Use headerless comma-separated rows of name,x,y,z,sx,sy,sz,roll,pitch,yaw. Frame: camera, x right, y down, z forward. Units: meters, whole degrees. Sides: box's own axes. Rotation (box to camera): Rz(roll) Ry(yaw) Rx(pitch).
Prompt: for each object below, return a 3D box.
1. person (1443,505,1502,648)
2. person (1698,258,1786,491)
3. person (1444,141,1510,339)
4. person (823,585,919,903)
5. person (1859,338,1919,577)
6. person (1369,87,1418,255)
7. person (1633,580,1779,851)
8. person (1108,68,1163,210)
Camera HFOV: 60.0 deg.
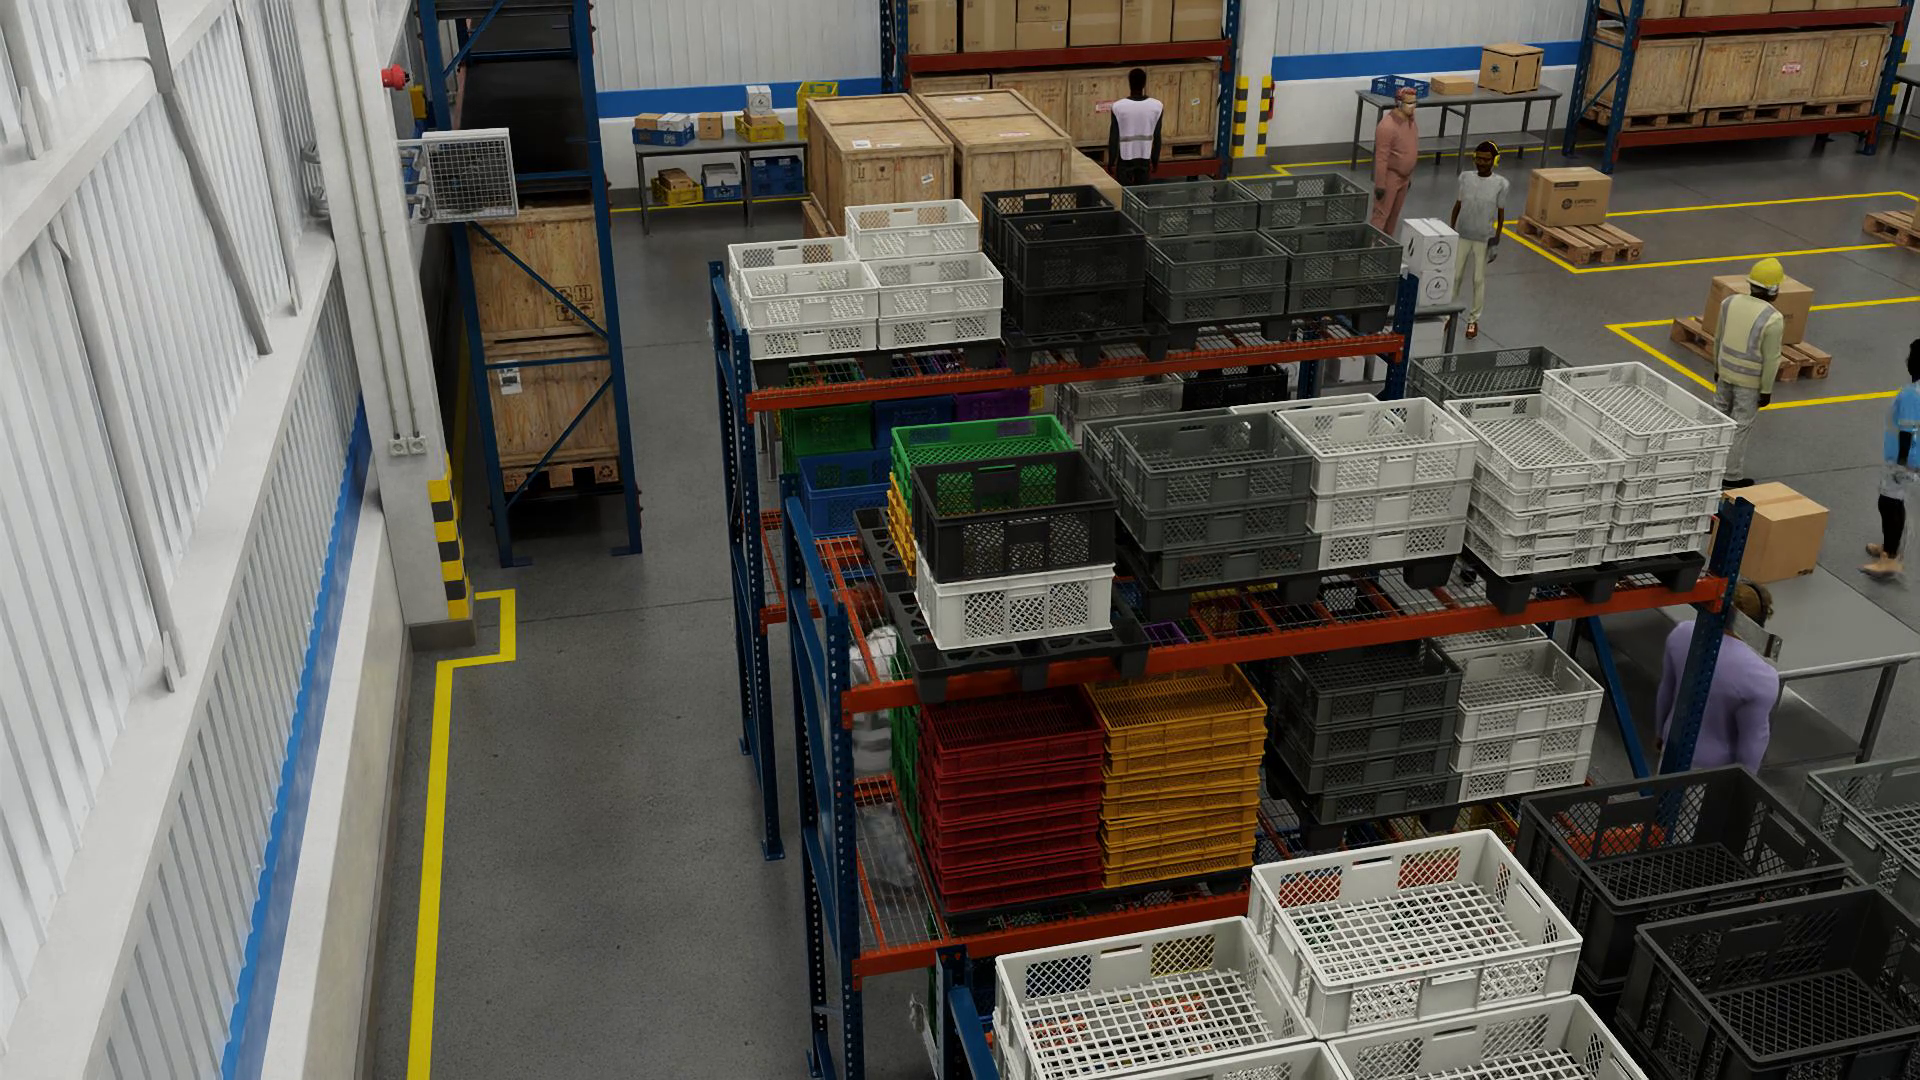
person,3.190,0.052,10.252,0.429,1.838,0.622,12,30,21
person,6.028,-1.274,12.766,0.404,1.837,0.594,-10,29,-18
person,4.842,-2.835,15.693,0.513,1.872,0.328,16,32,27
person,-0.412,1.042,8.360,0.433,1.848,0.628,22,35,35
person,6.609,-0.577,11.628,0.402,1.659,0.642,23,36,37
person,4.575,-3.799,17.485,0.403,1.906,0.651,23,35,36
person,3.679,1.061,8.239,0.358,1.931,0.629,-12,30,-21
person,1.908,-4.186,18.220,0.591,1.910,0.406,-5,28,-9
